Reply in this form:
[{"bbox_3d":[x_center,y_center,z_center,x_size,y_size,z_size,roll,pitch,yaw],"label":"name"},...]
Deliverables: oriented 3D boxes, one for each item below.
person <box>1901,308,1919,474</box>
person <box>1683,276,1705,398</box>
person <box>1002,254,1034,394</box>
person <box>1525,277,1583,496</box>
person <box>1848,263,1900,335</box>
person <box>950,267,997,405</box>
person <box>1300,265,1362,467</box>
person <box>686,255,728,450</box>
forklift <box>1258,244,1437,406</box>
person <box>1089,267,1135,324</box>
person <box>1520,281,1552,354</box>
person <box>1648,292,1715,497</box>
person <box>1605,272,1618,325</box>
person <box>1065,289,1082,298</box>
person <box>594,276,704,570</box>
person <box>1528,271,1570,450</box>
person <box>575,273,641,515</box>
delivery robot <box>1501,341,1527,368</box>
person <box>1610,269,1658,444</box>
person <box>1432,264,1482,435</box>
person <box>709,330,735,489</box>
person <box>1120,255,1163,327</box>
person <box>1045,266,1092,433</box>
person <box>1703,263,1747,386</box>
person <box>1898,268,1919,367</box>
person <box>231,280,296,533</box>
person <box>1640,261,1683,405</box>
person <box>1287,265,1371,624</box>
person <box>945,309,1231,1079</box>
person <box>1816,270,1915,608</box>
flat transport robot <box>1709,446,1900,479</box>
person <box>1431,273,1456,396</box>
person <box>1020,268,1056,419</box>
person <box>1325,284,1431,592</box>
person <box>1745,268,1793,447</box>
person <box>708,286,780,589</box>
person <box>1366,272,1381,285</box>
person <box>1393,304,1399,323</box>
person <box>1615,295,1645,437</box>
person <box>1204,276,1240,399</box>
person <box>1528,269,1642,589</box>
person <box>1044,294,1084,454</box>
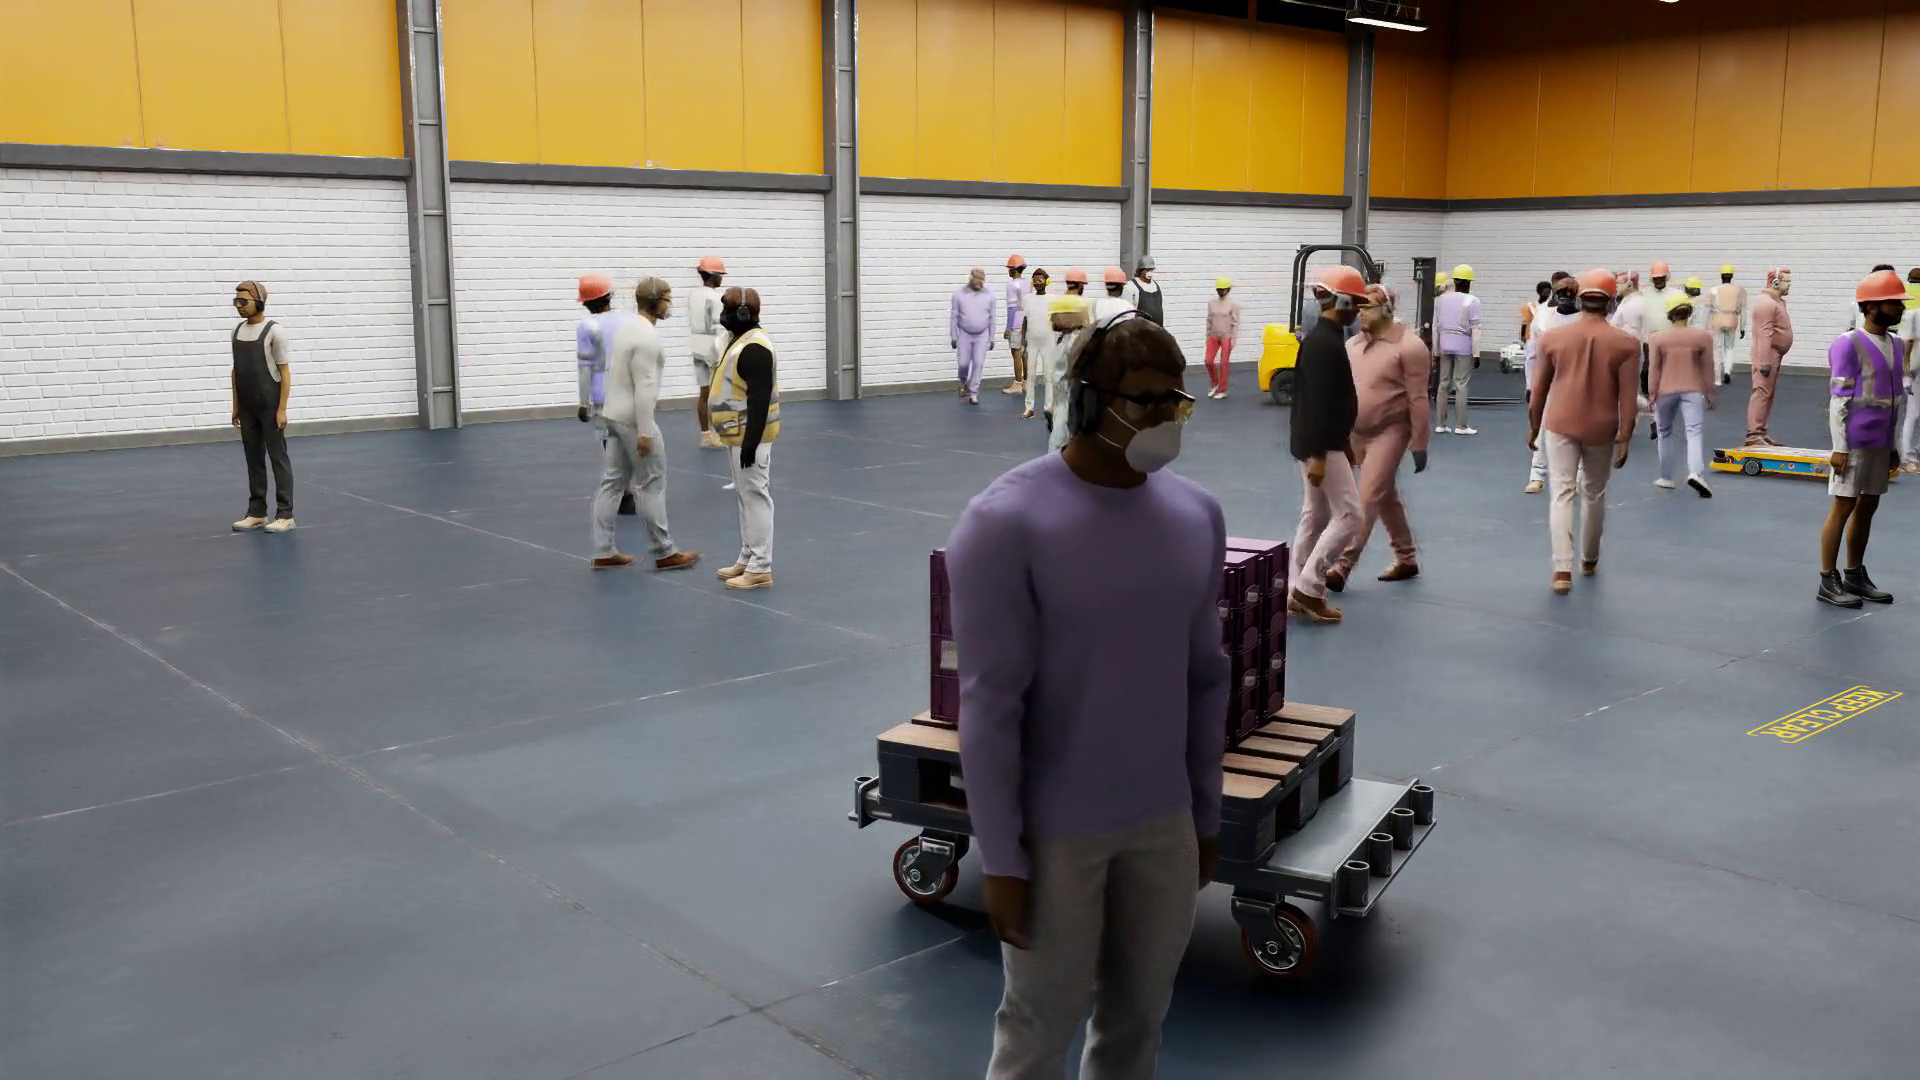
[{"bbox_3d":[8.945,-1.513,15.381,0.519,1.841,0.480,1,10,4],"label":"person"},{"bbox_3d":[10.329,-2.904,23.827,0.722,1.743,0.528,4,10,20],"label":"person"},{"bbox_3d":[0.827,-3.154,24.394,0.380,2.045,0.605,6,11,31],"label":"person"},{"bbox_3d":[5.110,-1.295,14.104,0.627,1.843,0.429,5,11,28],"label":"person"},{"bbox_3d":[10.103,-2.094,18.484,0.549,1.950,0.602,-4,10,-21],"label":"person"},{"bbox_3d":[0.182,-2.806,22.840,0.645,1.880,0.564,-1,10,-4],"label":"person"},{"bbox_3d":[3.565,-1.649,15.893,0.634,1.938,0.355,5,11,29],"label":"person"},{"bbox_3d":[-2.588,-1.947,17.355,0.632,2.039,0.438,9,13,44],"label":"person"},{"bbox_3d":[5.256,-2.933,22.661,2.313,2.155,1.214,3,10,16],"label":"forklift"},{"bbox_3d":[1.706,-1.976,17.930,0.565,1.894,0.873,9,13,42],"label":"person"},{"bbox_3d":[8.170,-2.789,23.346,0.547,1.662,0.737,-2,10,-11],"label":"person"},{"bbox_3d":[6.149,-1.249,14.199,0.550,1.719,0.860,3,10,20],"label":"person"},{"bbox_3d":[8.545,-2.641,22.057,0.477,1.813,0.618,-6,12,-33],"label":"person"},{"bbox_3d":[1.630,-2.844,23.807,0.473,1.610,0.522,-6,11,-30],"label":"person"},{"bbox_3d":[-2.049,-0.727,10.685,0.685,1.907,0.629,-5,11,-28],"label":"person"},{"bbox_3d":[6.352,-1.894,17.530,0.597,1.879,0.944,9,13,43],"label":"person"},{"bbox_3d":[-2.709,-1.129,12.995,0.628,1.898,0.398,-10,14,-44],"label":"person"},{"bbox_3d":[9.621,-3.212,28.817,0.477,0.478,0.707,1,10,5],"label":"delivery robot"},{"bbox_3d":[7.190,-1.959,17.841,0.719,1.886,0.658,5,11,28],"label":"person"},{"bbox_3d":[5.658,-2.158,18.906,0.381,1.924,0.594,-8,13,-41],"label":"person"},{"bbox_3d":[-1.884,-1.182,14.144,0.562,1.601,0.577,5,11,25],"label":"person"},{"bbox_3d":[2.605,-2.970,23.326,0.673,2.000,0.536,-7,12,-34],"label":"person"},{"bbox_3d":[1.197,-2.046,18.283,0.548,1.907,0.768,9,13,42],"label":"person"},{"bbox_3d":[11.856,-3.335,25.824,0.611,1.912,0.411,2,10,13],"label":"person"},{"bbox_3d":[14.653,-3.262,25.623,0.636,1.840,0.429,5,11,28],"label":"person"},{"bbox_3d":[-5.140,-0.973,12.208,0.506,1.846,0.344,4,10,20],"label":"person"},{"bbox_3d":[9.089,-2.648,21.706,0.640,1.964,0.851,4,11,24],"label":"person"},{"bbox_3d":[2.023,-0.516,9.151,0.443,1.967,0.647,1,10,8],"label":"person"},{"bbox_3d":[0.271,0.539,3.126,0.626,1.931,0.397,-7,12,-34],"label":"person"},{"bbox_3d":[5.249,-0.580,9.624,0.550,1.942,0.346,-5,11,-28],"label":"person"},{"bbox_3d":[7.737,-0.709,15.266,0.652,0.197,1.431,-8,13,-41],"label":"flat transport robot"},{"bbox_3d":[6.883,-2.936,23.889,0.858,1.770,0.698,2,10,12],"label":"person"},{"bbox_3d":[0.989,-2.431,20.672,0.510,1.872,0.329,3,10,16],"label":"person"},{"bbox_3d":[2.487,-0.623,10.134,1.020,1.848,0.670,-5,11,-29],"label":"person"},{"bbox_3d":[8.541,-1.906,17.520,0.401,1.902,0.650,6,12,33],"label":"person"},{"bbox_3d":[-1.320,-0.624,10.172,0.430,1.845,0.619,-2,10,-14],"label":"person"},{"bbox_3d":[6.161,-3.158,25.104,0.551,1.815,0.886,-6,12,-33],"label":"person"},{"bbox_3d":[5.012,-2.114,19.582,0.754,1.608,0.504,-4,10,-22],"label":"person"},{"bbox_3d":[7.417,-1.980,18.583,0.383,1.680,0.548,-2,10,-14],"label":"person"},{"bbox_3d":[3.690,-2.853,23.483,0.542,1.738,0.407,7,12,35],"label":"person"},{"bbox_3d":[3.828,-0.682,10.240,0.622,1.947,1.018,4,10,20],"label":"person"},{"bbox_3d":[0.816,-1.010,12.738,0.387,1.730,0.512,-1,10,-8],"label":"person"}]
